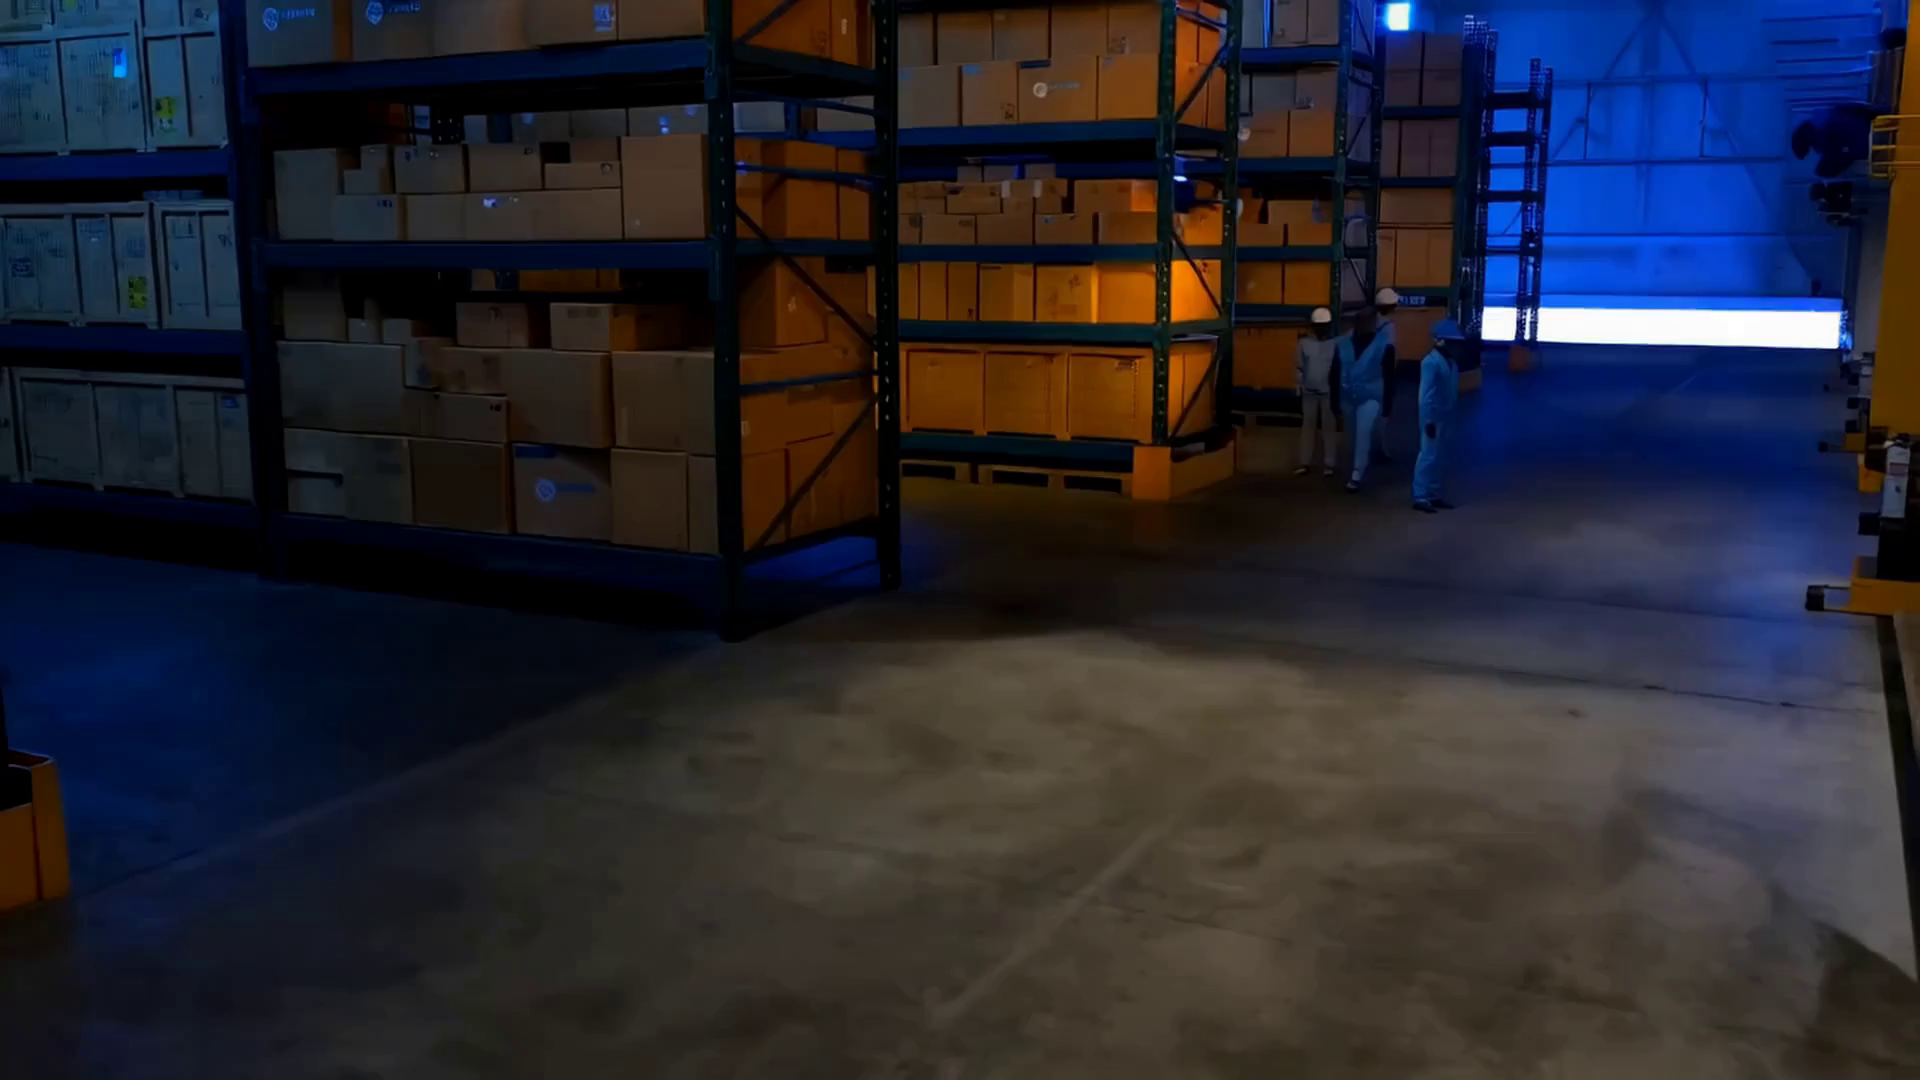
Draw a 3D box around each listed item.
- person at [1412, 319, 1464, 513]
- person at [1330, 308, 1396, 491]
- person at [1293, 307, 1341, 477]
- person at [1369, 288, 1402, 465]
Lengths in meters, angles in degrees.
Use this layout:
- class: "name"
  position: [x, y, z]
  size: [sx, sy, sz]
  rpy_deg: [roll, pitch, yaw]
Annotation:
- class: "person"
  position: [4.341, -1.121, 15.030]
  size: [0.349, 1.743, 0.572]
  rpy_deg: [8, 12, 37]
- class: "person"
  position: [4.046, -1.427, 16.651]
  size: [0.607, 1.801, 0.954]
  rpy_deg: [6, 12, 32]
- class: "person"
  position: [3.759, -1.540, 17.384]
  size: [0.526, 1.768, 0.331]
  rpy_deg: [5, 11, 29]
- class: "person"
  position: [4.651, -1.806, 18.401]
  size: [0.406, 1.945, 0.614]
  rpy_deg: [-3, 10, -15]
